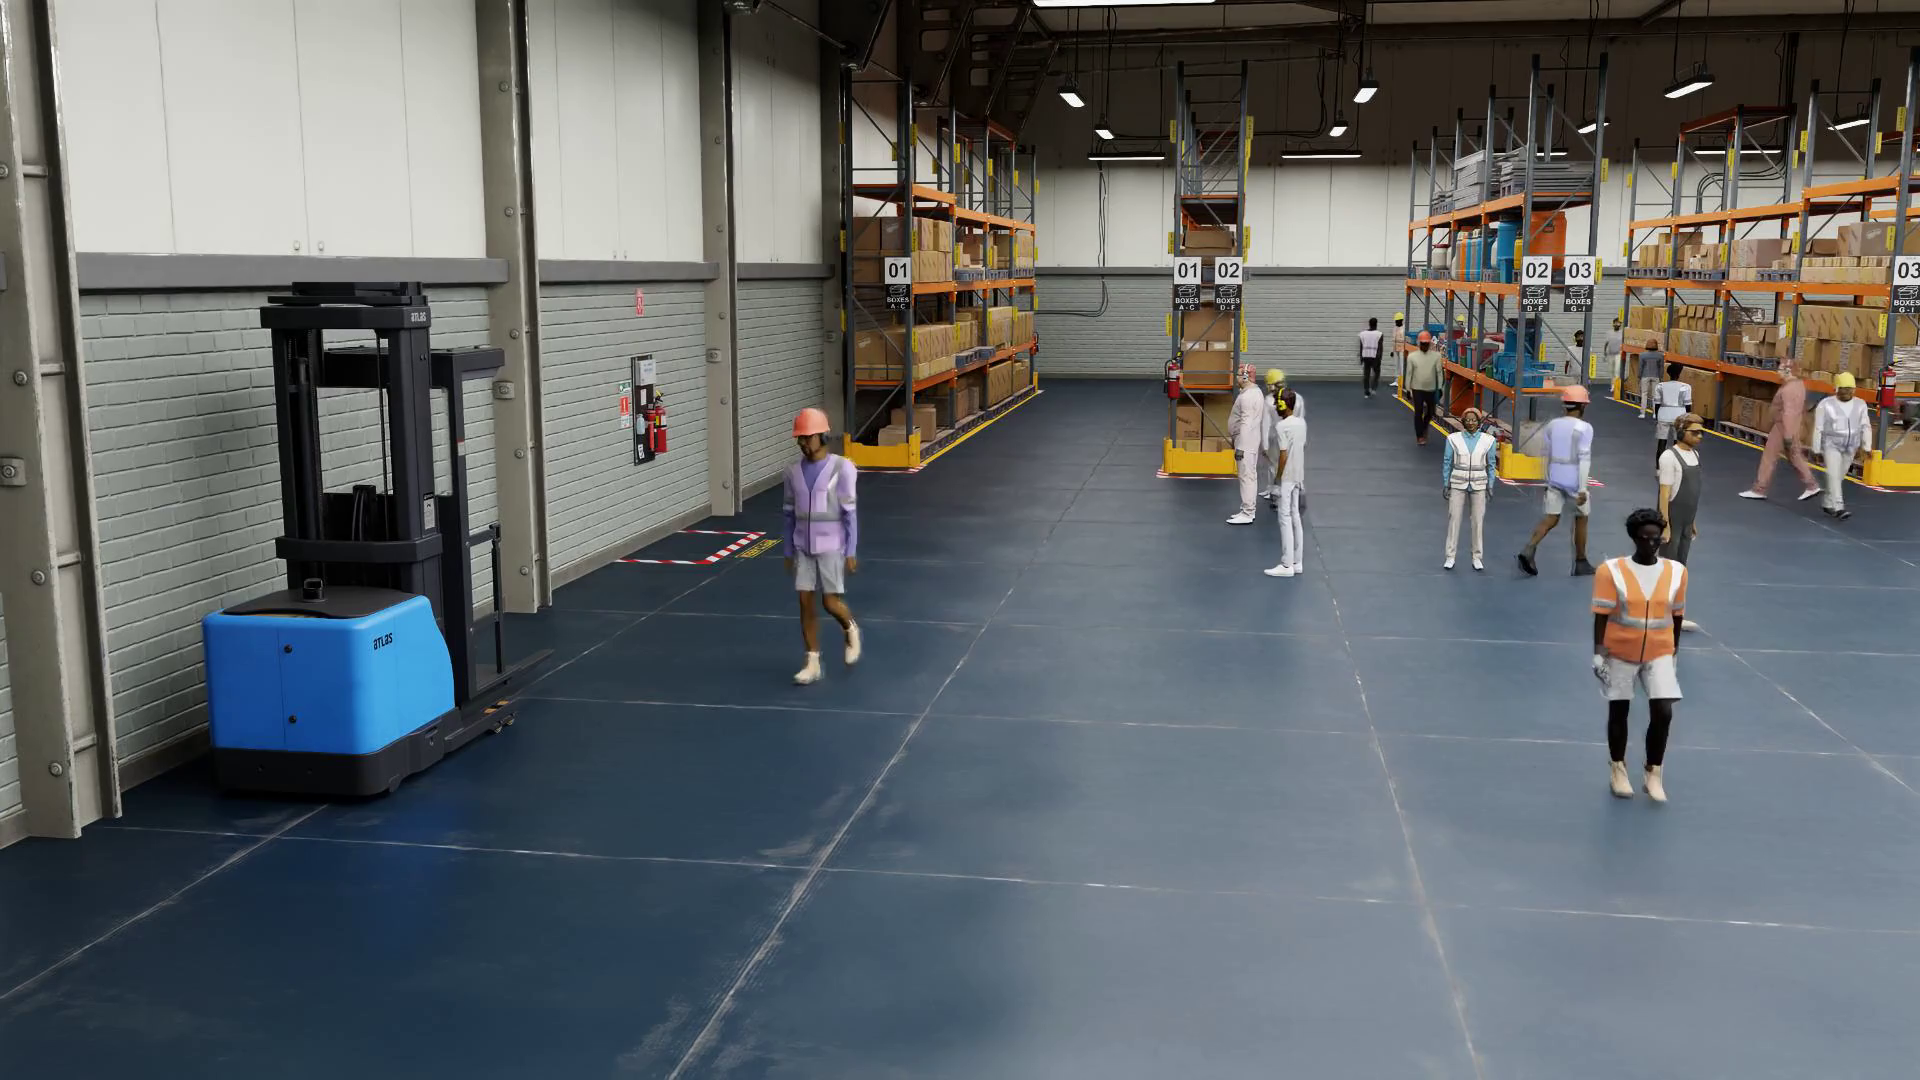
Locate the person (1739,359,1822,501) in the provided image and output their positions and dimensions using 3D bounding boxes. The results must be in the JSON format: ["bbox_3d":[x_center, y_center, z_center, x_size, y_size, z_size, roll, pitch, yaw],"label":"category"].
[{"bbox_3d":[10.870,-1.453,21.860,0.927,1.871,0.645,8,12,42],"label":"person"}]

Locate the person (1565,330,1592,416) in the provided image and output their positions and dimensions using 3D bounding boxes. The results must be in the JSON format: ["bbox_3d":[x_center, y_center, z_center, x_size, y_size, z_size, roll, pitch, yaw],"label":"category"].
[{"bbox_3d":[11.946,-3.125,32.163,0.514,1.872,0.328,1,9,6],"label":"person"}]

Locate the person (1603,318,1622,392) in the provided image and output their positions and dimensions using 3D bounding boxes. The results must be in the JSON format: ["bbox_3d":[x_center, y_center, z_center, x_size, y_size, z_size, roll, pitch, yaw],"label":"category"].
[{"bbox_3d":[16.182,-4.561,41.128,0.498,1.828,0.965,6,11,34],"label":"person"}]

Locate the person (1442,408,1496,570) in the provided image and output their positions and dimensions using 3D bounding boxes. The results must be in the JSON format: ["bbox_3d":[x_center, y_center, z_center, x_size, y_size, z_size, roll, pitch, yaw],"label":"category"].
[{"bbox_3d":[5.139,-0.522,16.818,0.519,1.640,0.307,2,9,13],"label":"person"}]

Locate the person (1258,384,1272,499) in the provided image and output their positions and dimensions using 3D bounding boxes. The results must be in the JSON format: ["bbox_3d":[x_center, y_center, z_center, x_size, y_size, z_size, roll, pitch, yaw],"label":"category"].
[{"bbox_3d":[4.156,-1.366,22.021,0.309,1.641,0.514,0,9,-1],"label":"person"}]

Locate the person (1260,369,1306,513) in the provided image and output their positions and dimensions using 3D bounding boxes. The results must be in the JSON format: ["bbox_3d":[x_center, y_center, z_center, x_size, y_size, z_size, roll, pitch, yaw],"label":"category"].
[{"bbox_3d":[4.025,-1.216,20.625,0.644,1.796,0.616,-3,10,-15],"label":"person"}]

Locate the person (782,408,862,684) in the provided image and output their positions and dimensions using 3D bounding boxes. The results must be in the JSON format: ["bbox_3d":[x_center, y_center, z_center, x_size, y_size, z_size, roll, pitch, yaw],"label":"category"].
[{"bbox_3d":[-1.003,0.031,12.227,0.626,2.023,0.590,4,10,25],"label":"person"}]

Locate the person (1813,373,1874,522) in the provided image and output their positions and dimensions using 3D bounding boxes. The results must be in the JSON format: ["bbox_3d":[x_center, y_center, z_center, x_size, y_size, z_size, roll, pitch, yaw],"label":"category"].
[{"bbox_3d":[10.655,-1.120,20.047,0.607,1.780,0.929,0,9,2],"label":"person"}]

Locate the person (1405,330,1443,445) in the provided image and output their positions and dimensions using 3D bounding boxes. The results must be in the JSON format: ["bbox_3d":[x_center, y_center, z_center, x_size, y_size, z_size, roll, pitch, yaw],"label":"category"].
[{"bbox_3d":[8.067,-2.661,28.970,0.643,1.979,0.607,1,9,5],"label":"person"}]

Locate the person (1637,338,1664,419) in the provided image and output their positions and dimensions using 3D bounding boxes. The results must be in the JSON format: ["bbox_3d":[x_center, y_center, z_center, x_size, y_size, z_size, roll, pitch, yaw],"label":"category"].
[{"bbox_3d":[14.068,-3.287,33.892,0.497,1.633,0.284,2,9,14],"label":"person"}]

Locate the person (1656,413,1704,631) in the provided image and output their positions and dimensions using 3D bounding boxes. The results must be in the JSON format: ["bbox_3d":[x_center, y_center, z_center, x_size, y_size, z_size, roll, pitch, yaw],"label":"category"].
[{"bbox_3d":[5.982,-0.145,13.862,0.517,1.842,0.327,-8,12,-40],"label":"person"}]

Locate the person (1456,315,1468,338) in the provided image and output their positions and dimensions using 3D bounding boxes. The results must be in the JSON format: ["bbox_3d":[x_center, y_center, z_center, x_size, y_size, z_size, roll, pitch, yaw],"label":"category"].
[{"bbox_3d":[13.349,-5.095,44.441,0.600,1.827,0.404,4,10,24],"label":"person"}]

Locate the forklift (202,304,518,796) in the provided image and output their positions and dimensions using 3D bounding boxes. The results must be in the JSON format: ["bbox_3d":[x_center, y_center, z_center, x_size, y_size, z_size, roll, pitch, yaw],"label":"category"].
[{"bbox_3d":[-3.673,-0.038,10.147,1.129,2.768,1.873,1,9,9],"label":"forklift"}]

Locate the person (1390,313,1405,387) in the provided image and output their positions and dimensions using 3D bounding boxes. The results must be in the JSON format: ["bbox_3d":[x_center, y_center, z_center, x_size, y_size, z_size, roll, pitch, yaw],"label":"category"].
[{"bbox_3d":[11.450,-4.958,43.332,0.397,1.919,0.604,-4,10,-23],"label":"person"}]

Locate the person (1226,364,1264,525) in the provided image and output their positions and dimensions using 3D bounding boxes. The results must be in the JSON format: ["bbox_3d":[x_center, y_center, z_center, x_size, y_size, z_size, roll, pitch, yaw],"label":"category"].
[{"bbox_3d":[3.396,-1.149,19.862,0.410,1.909,0.643,3,10,18],"label":"person"}]

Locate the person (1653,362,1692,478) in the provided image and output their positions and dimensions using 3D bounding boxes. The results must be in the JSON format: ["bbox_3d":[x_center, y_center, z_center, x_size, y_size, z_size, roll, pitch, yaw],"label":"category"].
[{"bbox_3d":[10.315,-1.730,24.088,0.534,1.698,0.318,7,12,38],"label":"person"}]

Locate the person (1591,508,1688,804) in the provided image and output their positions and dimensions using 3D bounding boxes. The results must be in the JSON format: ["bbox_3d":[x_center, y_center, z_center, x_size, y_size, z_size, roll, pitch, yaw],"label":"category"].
[{"bbox_3d":[3.832,0.659,9.392,0.547,1.676,0.549,1,9,9],"label":"person"}]

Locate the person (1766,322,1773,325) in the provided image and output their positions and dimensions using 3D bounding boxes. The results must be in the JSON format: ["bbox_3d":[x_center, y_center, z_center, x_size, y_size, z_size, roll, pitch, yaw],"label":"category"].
[{"bbox_3d":[19.354,-4.367,40.092,0.959,1.806,0.630,-1,9,-4],"label":"person"}]

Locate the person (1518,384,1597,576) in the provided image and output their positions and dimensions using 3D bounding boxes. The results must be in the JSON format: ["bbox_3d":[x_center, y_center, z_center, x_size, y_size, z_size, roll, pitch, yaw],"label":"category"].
[{"bbox_3d":[5.935,-0.580,16.409,0.874,1.910,0.549,-5,11,-30],"label":"person"}]

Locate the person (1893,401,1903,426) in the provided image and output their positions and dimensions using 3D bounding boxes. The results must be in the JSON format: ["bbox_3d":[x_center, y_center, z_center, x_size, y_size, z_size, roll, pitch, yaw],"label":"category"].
[{"bbox_3d":[18.270,-3.203,32.520,0.408,1.913,0.642,-8,12,-40],"label":"person"}]

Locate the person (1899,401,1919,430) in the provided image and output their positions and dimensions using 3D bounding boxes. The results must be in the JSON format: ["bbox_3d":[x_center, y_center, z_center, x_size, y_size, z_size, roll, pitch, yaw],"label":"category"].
[{"bbox_3d":[15.456,-2.252,26.719,0.586,1.901,0.832,0,9,-2],"label":"person"}]

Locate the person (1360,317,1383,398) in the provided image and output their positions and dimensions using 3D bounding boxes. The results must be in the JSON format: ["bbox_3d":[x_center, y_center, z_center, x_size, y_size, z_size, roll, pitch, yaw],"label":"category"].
[{"bbox_3d":[9.767,-4.326,39.499,0.597,1.901,0.490,6,11,34],"label":"person"}]

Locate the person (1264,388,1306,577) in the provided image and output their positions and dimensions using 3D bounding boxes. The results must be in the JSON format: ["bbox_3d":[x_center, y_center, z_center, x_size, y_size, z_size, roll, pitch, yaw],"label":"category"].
[{"bbox_3d":[3.223,-0.576,16.468,0.335,1.863,0.516,7,12,38],"label":"person"}]
